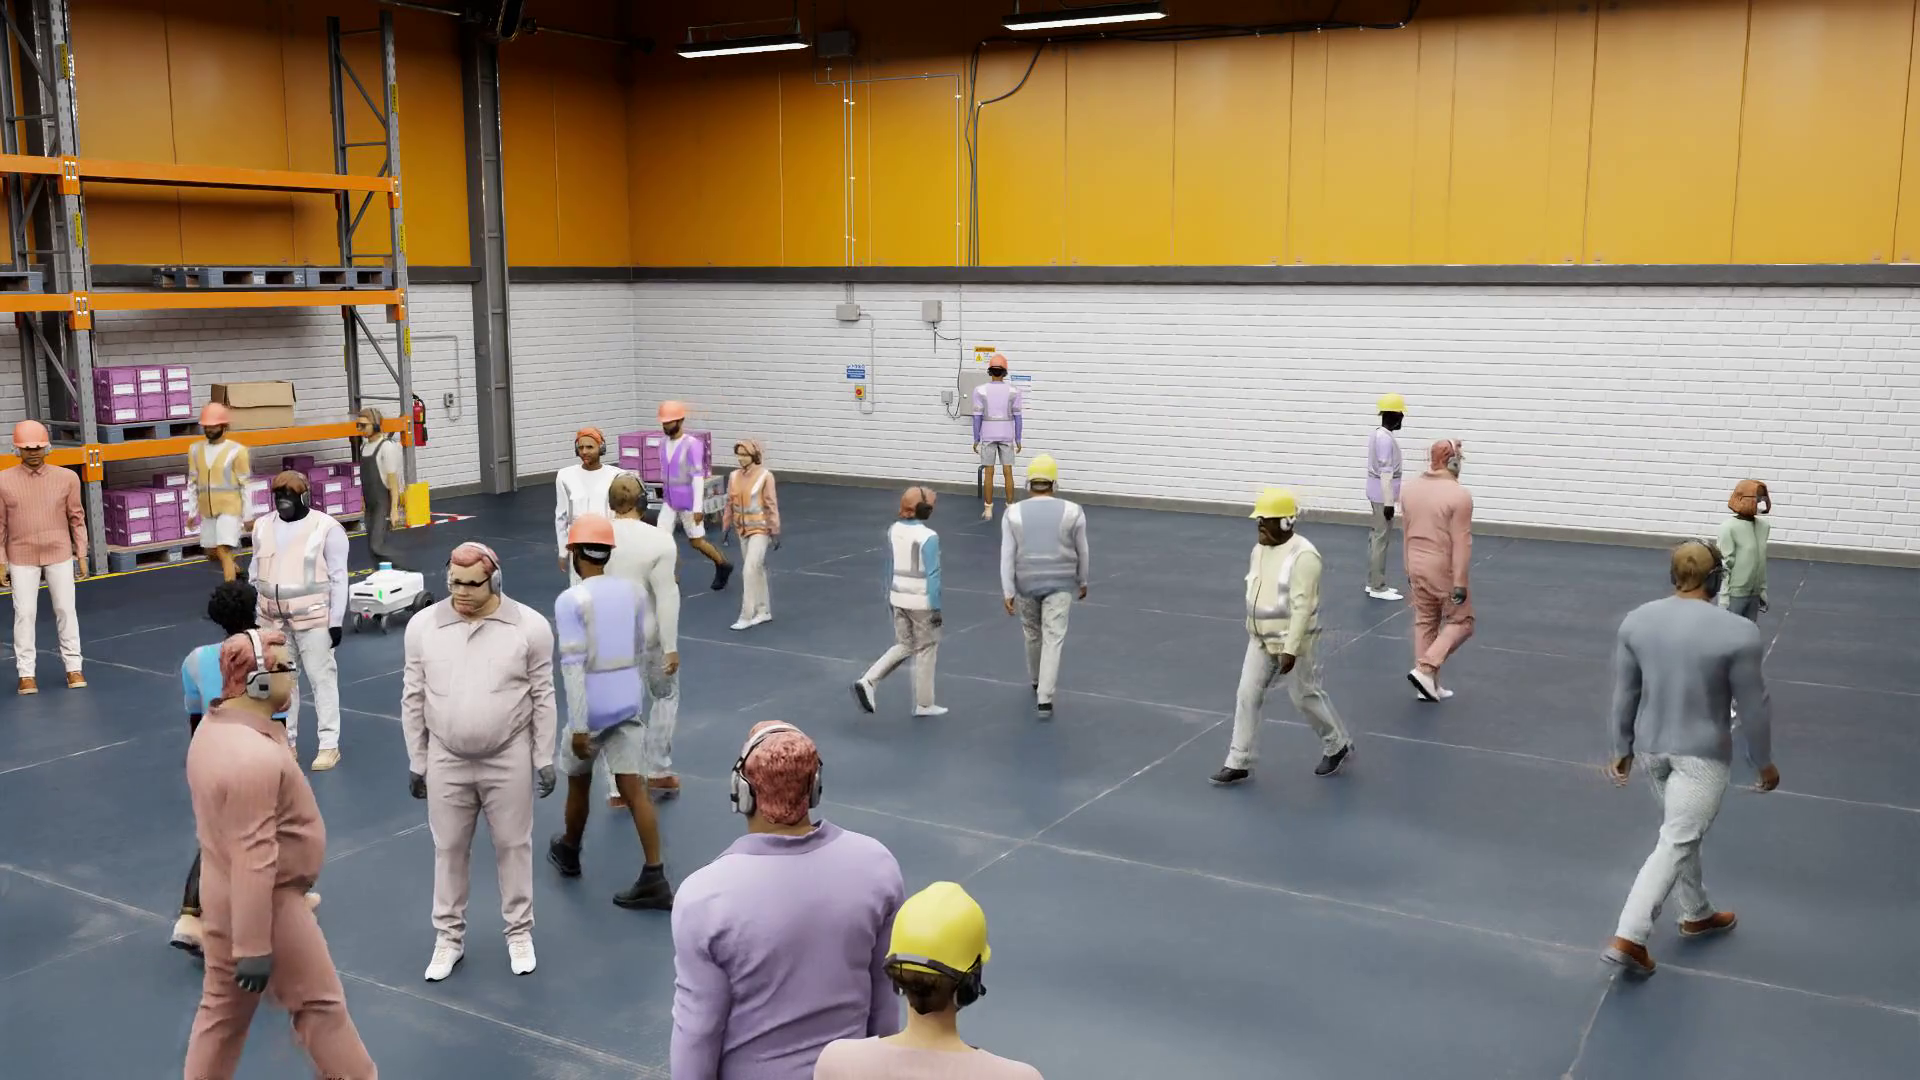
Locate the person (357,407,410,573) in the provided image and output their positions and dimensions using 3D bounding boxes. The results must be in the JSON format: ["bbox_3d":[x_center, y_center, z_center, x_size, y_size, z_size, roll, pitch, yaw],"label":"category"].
[{"bbox_3d":[-5.256,-0.290,15.077,0.550,1.832,0.445,8,12,42],"label":"person"}]

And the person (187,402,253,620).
[{"bbox_3d":[-6.533,-0.285,14.799,0.556,1.913,0.752,2,9,10],"label":"person"}]

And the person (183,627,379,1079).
[{"bbox_3d":[-2.263,1.210,5.627,0.901,1.861,0.672,-6,11,-35],"label":"person"}]

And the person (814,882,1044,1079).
[{"bbox_3d":[-0.049,1.592,3.550,0.533,1.765,0.330,2,9,15],"label":"person"}]

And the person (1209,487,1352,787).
[{"bbox_3d":[1.947,0.565,9.876,0.907,1.793,0.586,-5,10,-29],"label":"person"}]

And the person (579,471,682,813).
[{"bbox_3d":[-1.834,0.562,9.475,0.649,1.918,0.686,3,10,19],"label":"person"}]

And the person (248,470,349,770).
[{"bbox_3d":[-4.054,0.491,10.175,0.625,1.845,0.429,1,9,7],"label":"person"}]

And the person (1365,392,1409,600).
[{"bbox_3d":[3.977,-0.412,15.541,0.360,1.930,0.586,1,9,7],"label":"person"}]

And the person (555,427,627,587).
[{"bbox_3d":[-2.773,0.081,12.610,0.576,1.882,0.362,0,9,1],"label":"person"}]

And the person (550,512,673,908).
[{"bbox_3d":[-1.728,0.811,8.081,0.976,1.867,0.553,7,12,38],"label":"person"}]

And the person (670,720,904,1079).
[{"bbox_3d":[-0.461,1.402,4.290,0.654,1.906,0.406,-6,11,-34],"label":"person"}]

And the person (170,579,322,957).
[{"bbox_3d":[-3.278,1.013,7.496,0.540,1.666,0.843,2,9,11],"label":"person"}]

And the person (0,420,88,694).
[{"bbox_3d":[-6.658,0.120,12.047,0.619,1.985,0.406,-6,11,-34],"label":"person"}]

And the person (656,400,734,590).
[{"bbox_3d":[-2.524,-0.379,15.490,0.554,1.894,0.949,7,11,36],"label":"person"}]

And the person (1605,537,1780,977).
[{"bbox_3d":[3.148,0.932,7.298,1.019,1.901,0.645,-5,11,-31],"label":"person"}]

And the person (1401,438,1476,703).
[{"bbox_3d":[3.356,0.225,11.673,0.455,1.892,0.667,-5,10,-28],"label":"person"}]

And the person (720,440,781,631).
[{"bbox_3d":[-1.843,-0.038,14.151,0.547,1.610,0.699,7,12,39],"label":"person"}]

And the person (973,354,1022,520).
[{"bbox_3d":[0.460,-1.269,20.537,0.610,2.042,0.396,0,9,0],"label":"person"}]

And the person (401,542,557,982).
[{"bbox_3d":[-2.064,0.947,7.156,0.640,1.901,0.401,-1,9,-8],"label":"person"}]

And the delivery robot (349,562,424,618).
[{"bbox_3d":[-4.911,0.433,14.247,0.477,0.478,0.707,2,9,13],"label":"delivery robot"}]

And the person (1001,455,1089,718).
[{"bbox_3d":[0.593,0.298,11.583,0.583,1.782,0.950,2,9,11],"label":"person"}]

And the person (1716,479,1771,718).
[{"bbox_3d":[5.379,0.391,11.440,0.499,1.636,0.286,-6,11,-31],"label":"person"}]

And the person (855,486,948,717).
[{"bbox_3d":[-0.362,0.436,11.235,0.593,1.619,0.524,-7,12,-38],"label":"person"}]
